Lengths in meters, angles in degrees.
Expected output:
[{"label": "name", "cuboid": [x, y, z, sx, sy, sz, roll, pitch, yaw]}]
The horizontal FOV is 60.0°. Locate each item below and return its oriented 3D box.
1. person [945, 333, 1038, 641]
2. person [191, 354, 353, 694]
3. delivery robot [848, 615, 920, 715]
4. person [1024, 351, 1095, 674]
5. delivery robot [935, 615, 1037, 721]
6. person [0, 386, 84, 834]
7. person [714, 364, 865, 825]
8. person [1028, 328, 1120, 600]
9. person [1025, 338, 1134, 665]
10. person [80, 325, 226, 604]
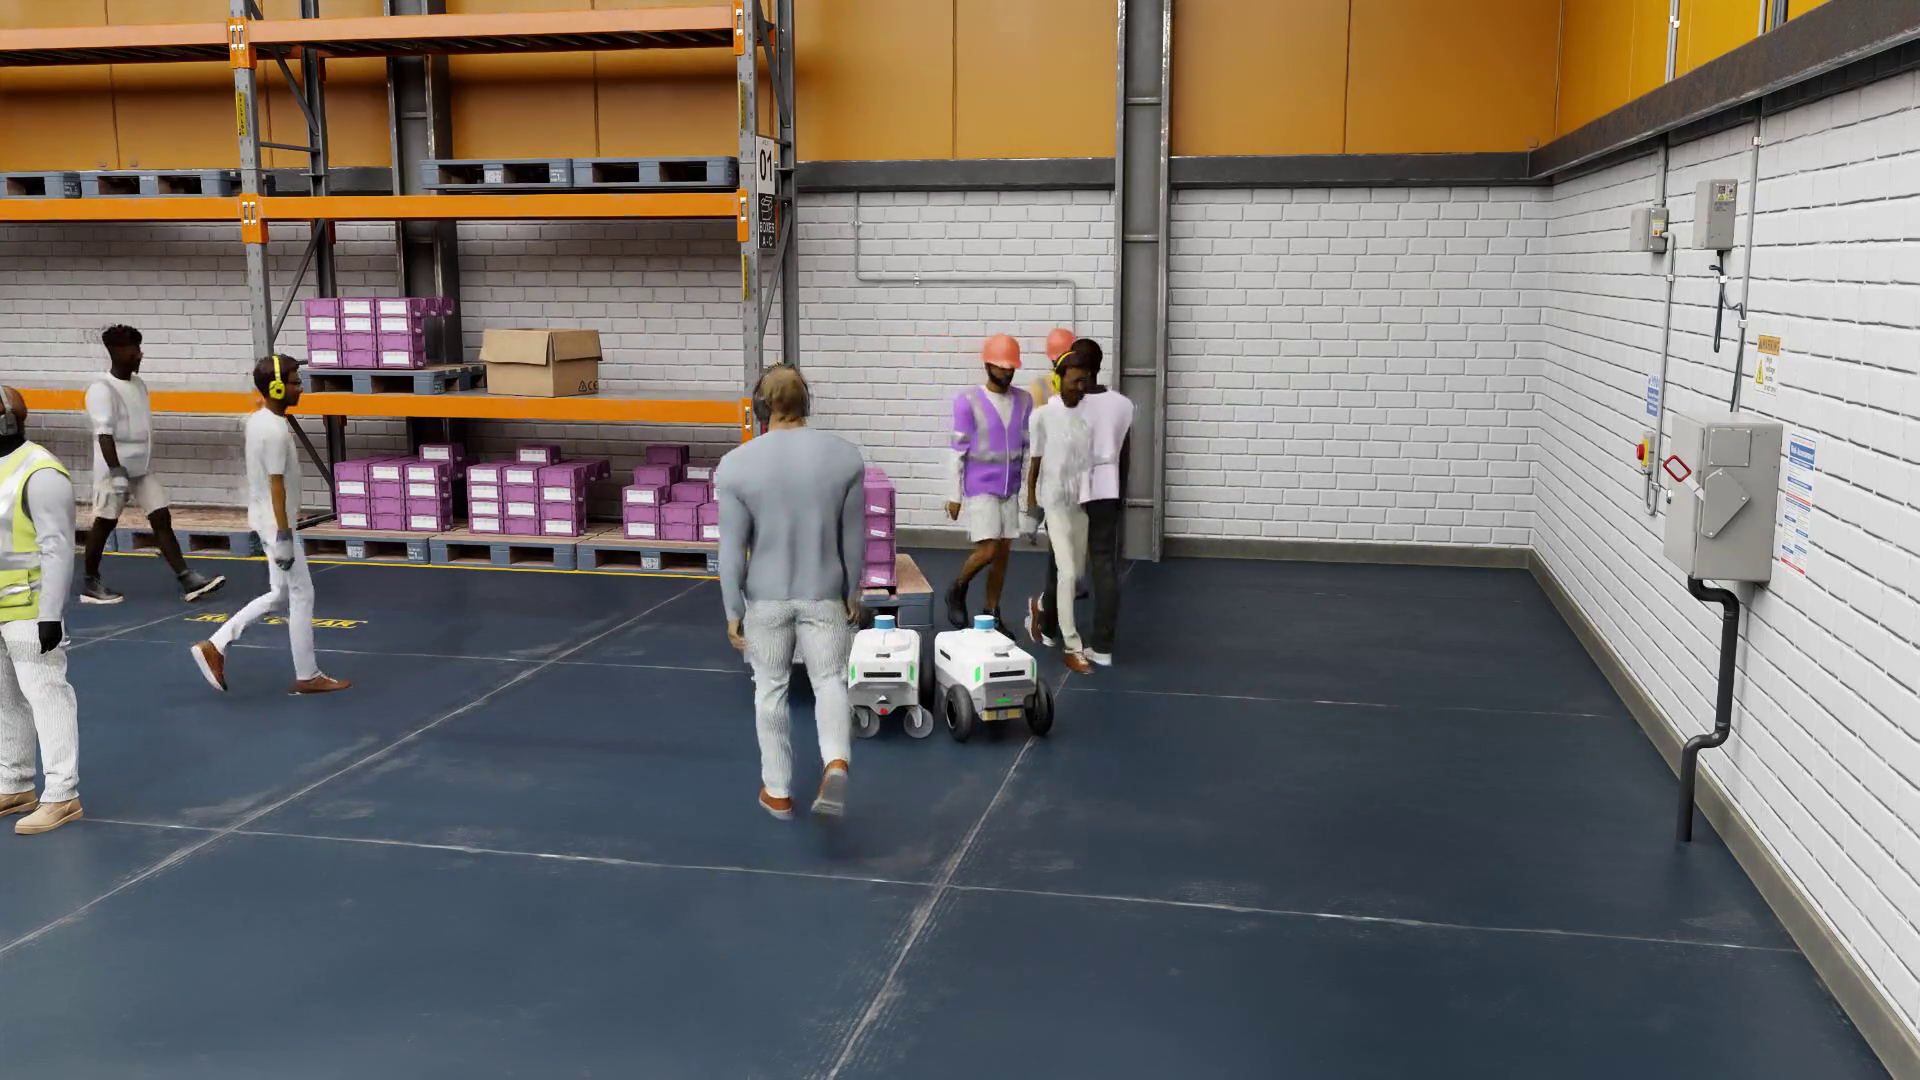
[{"label": "person", "cuboid": [0.200, -0.317, 10.214, 0.541, 1.913, 0.520, -6, 11, -33]}, {"label": "person", "cuboid": [-3.700, -0.059, 8.849, 0.703, 1.856, 0.511, -6, 11, -33]}, {"label": "delivery robot", "cuboid": [-0.376, 0.621, 8.351, 0.477, 0.478, 0.707, 0, 9, 0]}, {"label": "person", "cuboid": [0.593, -0.191, 9.706, 0.527, 1.837, 0.836, -5, 11, -26]}, {"label": "delivery robot", "cuboid": [0.120, 0.621, 8.354, 0.477, 0.478, 0.707, -3, 10, -18]}, {"label": "person", "cuboid": [-3.897, 0.278, 6.834, 0.625, 1.844, 0.429, 5, 11, 27]}, {"label": "person", "cuboid": [-0.666, 0.253, 6.752, 0.629, 1.919, 0.748, -2, 10, -15]}, {"label": "person", "cuboid": [0.786, -0.491, 11.312, 0.633, 1.892, 0.655, -5, 11, -29]}, {"label": "person", "cuboid": [0.706, -0.250, 9.878, 0.625, 1.873, 0.930, -4, 10, -22]}, {"label": "person", "cuboid": [-5.591, -0.496, 11.274, 1.015, 1.907, 0.632, 1, 9, 6]}]
